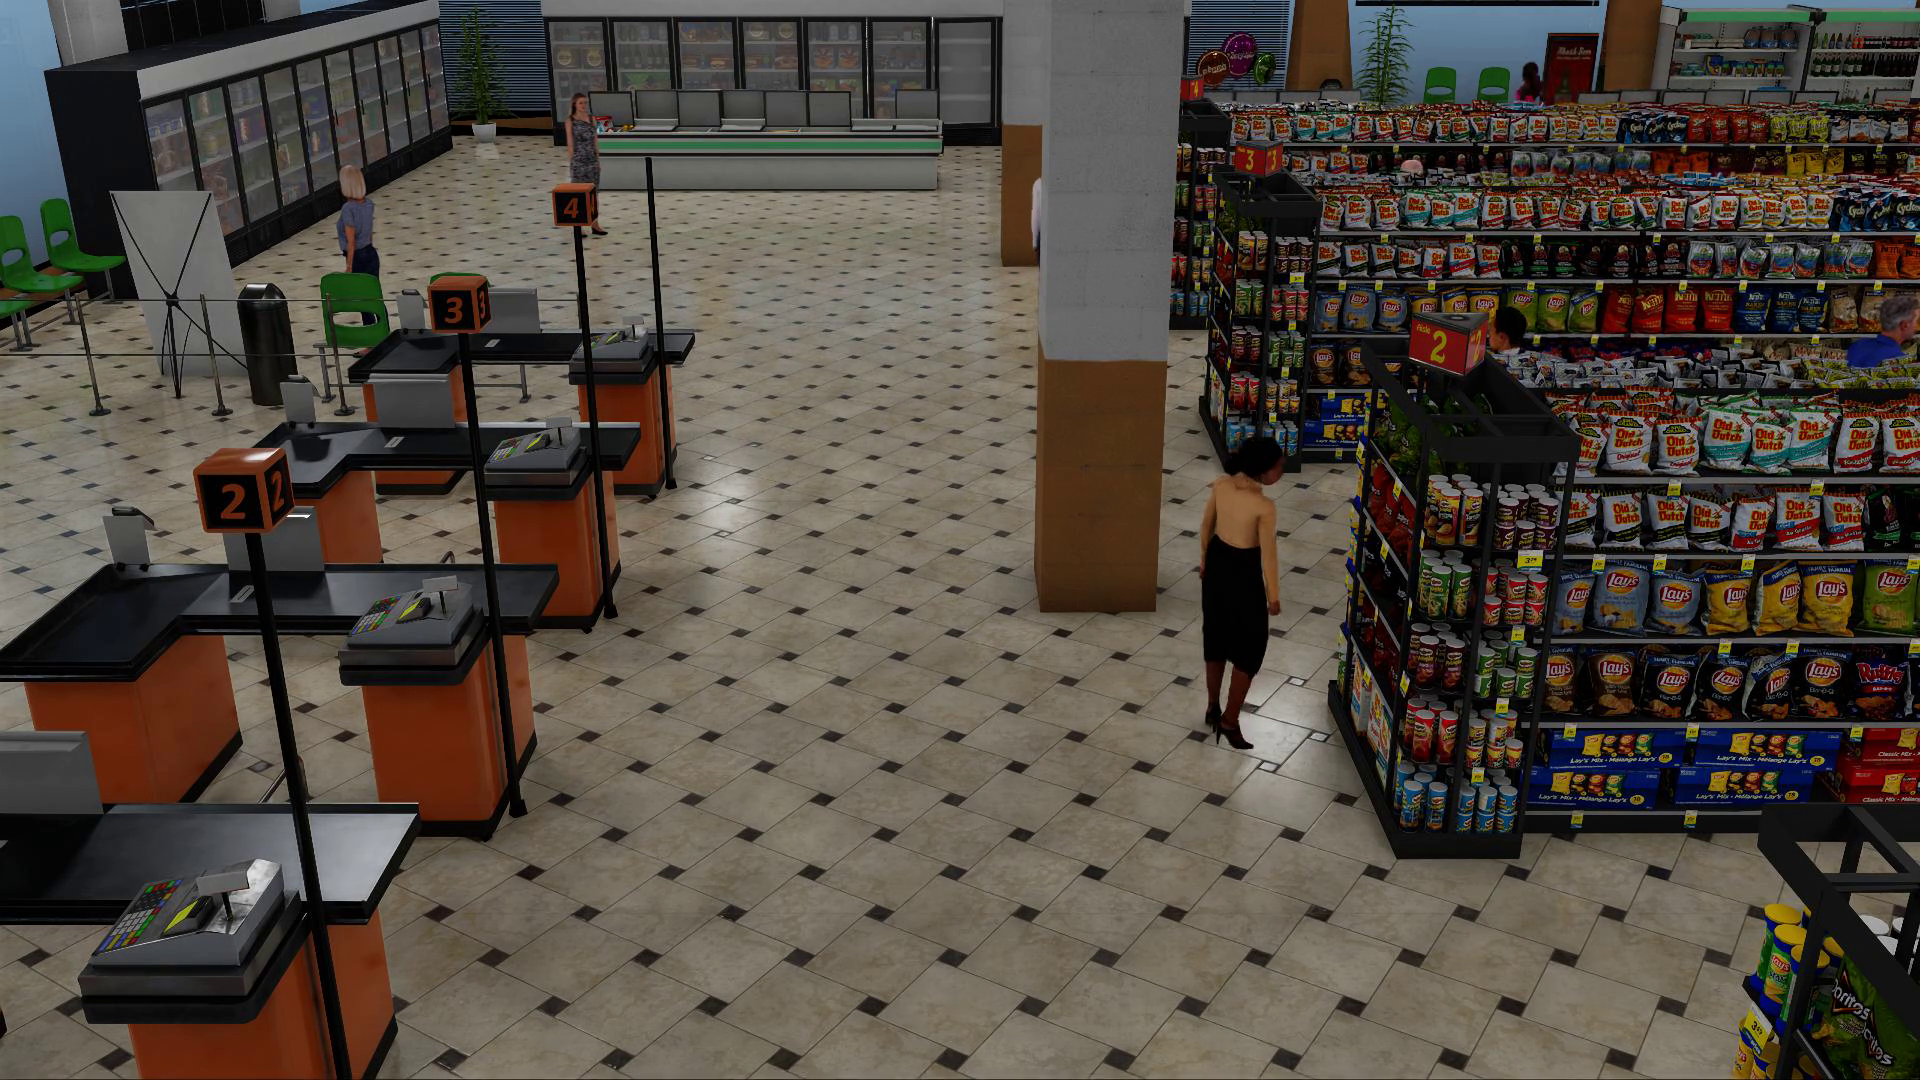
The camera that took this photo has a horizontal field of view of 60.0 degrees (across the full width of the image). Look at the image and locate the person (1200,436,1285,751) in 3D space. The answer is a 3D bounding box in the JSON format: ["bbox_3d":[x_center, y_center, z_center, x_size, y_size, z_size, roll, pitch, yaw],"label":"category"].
[{"bbox_3d":[1.335,0.227,8.290,0.700,1.629,0.755,13,25,28],"label":"person"}]

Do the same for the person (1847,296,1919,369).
[{"bbox_3d":[5.441,-0.572,10.018,0.524,1.823,0.713,0,22,0],"label":"person"}]

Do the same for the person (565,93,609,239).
[{"bbox_3d":[-4.518,-4.507,19.976,0.617,1.701,0.690,-18,28,-37],"label":"person"}]

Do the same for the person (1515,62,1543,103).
[{"bbox_3d":[7.829,-5.636,22.817,1.083,1.677,1.005,-15,26,-33],"label":"person"}]

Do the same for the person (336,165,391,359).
[{"bbox_3d":[-5.374,-2.510,14.976,0.567,1.723,0.613,4,22,10],"label":"person"}]
